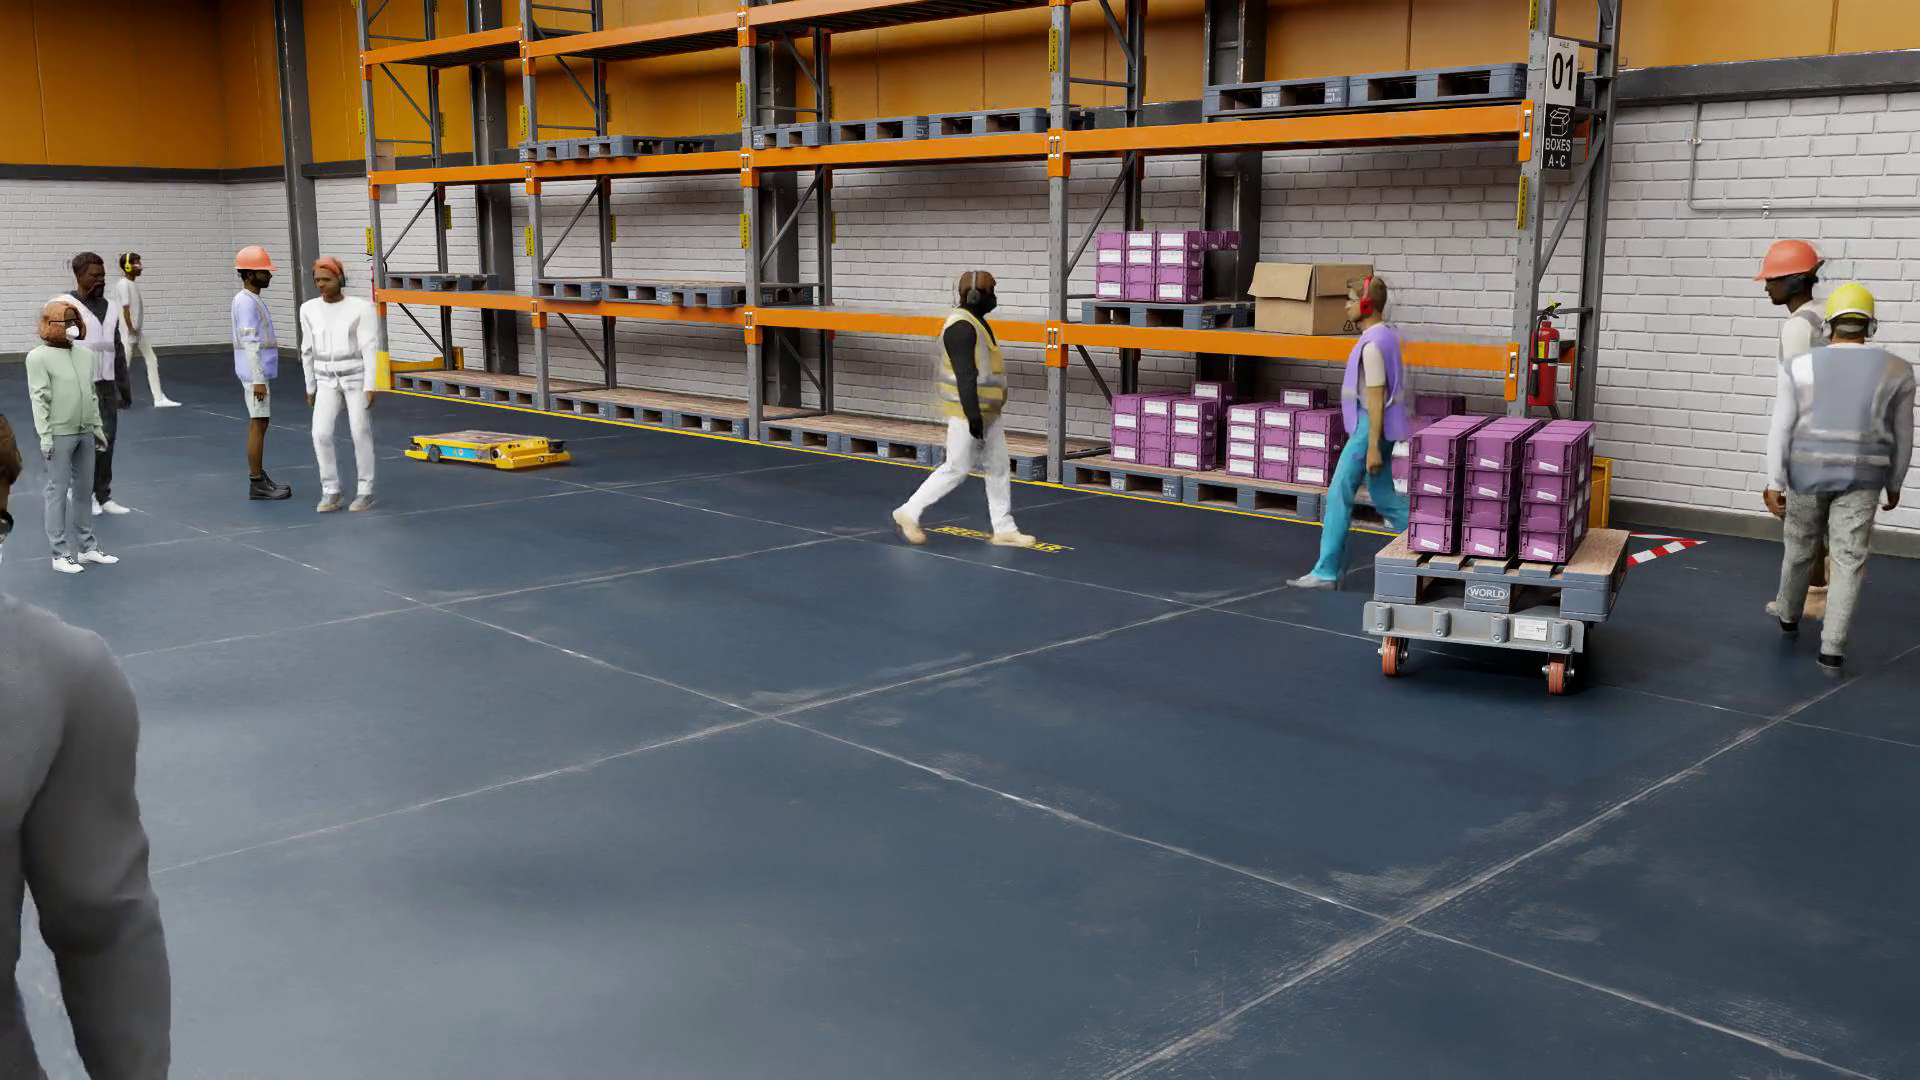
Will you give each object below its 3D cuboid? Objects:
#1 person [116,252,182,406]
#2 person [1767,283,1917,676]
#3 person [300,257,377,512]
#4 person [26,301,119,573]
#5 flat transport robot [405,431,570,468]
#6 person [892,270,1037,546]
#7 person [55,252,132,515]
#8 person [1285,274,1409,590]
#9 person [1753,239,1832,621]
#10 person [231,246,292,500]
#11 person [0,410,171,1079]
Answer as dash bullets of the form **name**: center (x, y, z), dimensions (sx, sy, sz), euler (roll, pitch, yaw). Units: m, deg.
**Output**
- **person**: center (-9.774, -2.452, 19.509), dimensions (0.952, 1.834, 0.530), euler (-2, 11, -12)
- **person**: center (4.166, -0.310, 7.900), dimensions (0.599, 1.788, 0.903), euler (5, 12, 27)
- **person**: center (-4.517, -1.112, 12.103), dimensions (0.611, 1.862, 0.624), euler (0, 10, 2)
- **person**: center (-5.389, -0.628, 10.080), dimensions (0.285, 1.633, 0.499), euler (2, 11, 13)
- **flat transport robot**: center (-4.229, -0.820, 14.846), dimensions (1.431, 0.197, 0.652), euler (7, 12, 33)
- **person**: center (0.024, -0.840, 10.769), dimensions (0.866, 1.810, 0.623), euler (3, 11, 16)
- **person**: center (-6.223, -1.108, 11.961), dimensions (0.459, 1.902, 0.629), euler (2, 11, 13)
- **person**: center (2.372, -0.585, 9.375), dimensions (0.901, 1.814, 0.579), euler (4, 11, 19)
- **person**: center (4.421, -0.569, 8.757), dimensions (0.562, 2.003, 0.630), euler (8, 13, 37)
- **person**: center (-5.374, -1.276, 12.785), dimensions (0.356, 1.936, 0.551), euler (-4, 11, -21)
- **person**: center (-1.273, 0.741, 1.901), dimensions (0.695, 1.902, 0.373), euler (-8, 13, -38)
